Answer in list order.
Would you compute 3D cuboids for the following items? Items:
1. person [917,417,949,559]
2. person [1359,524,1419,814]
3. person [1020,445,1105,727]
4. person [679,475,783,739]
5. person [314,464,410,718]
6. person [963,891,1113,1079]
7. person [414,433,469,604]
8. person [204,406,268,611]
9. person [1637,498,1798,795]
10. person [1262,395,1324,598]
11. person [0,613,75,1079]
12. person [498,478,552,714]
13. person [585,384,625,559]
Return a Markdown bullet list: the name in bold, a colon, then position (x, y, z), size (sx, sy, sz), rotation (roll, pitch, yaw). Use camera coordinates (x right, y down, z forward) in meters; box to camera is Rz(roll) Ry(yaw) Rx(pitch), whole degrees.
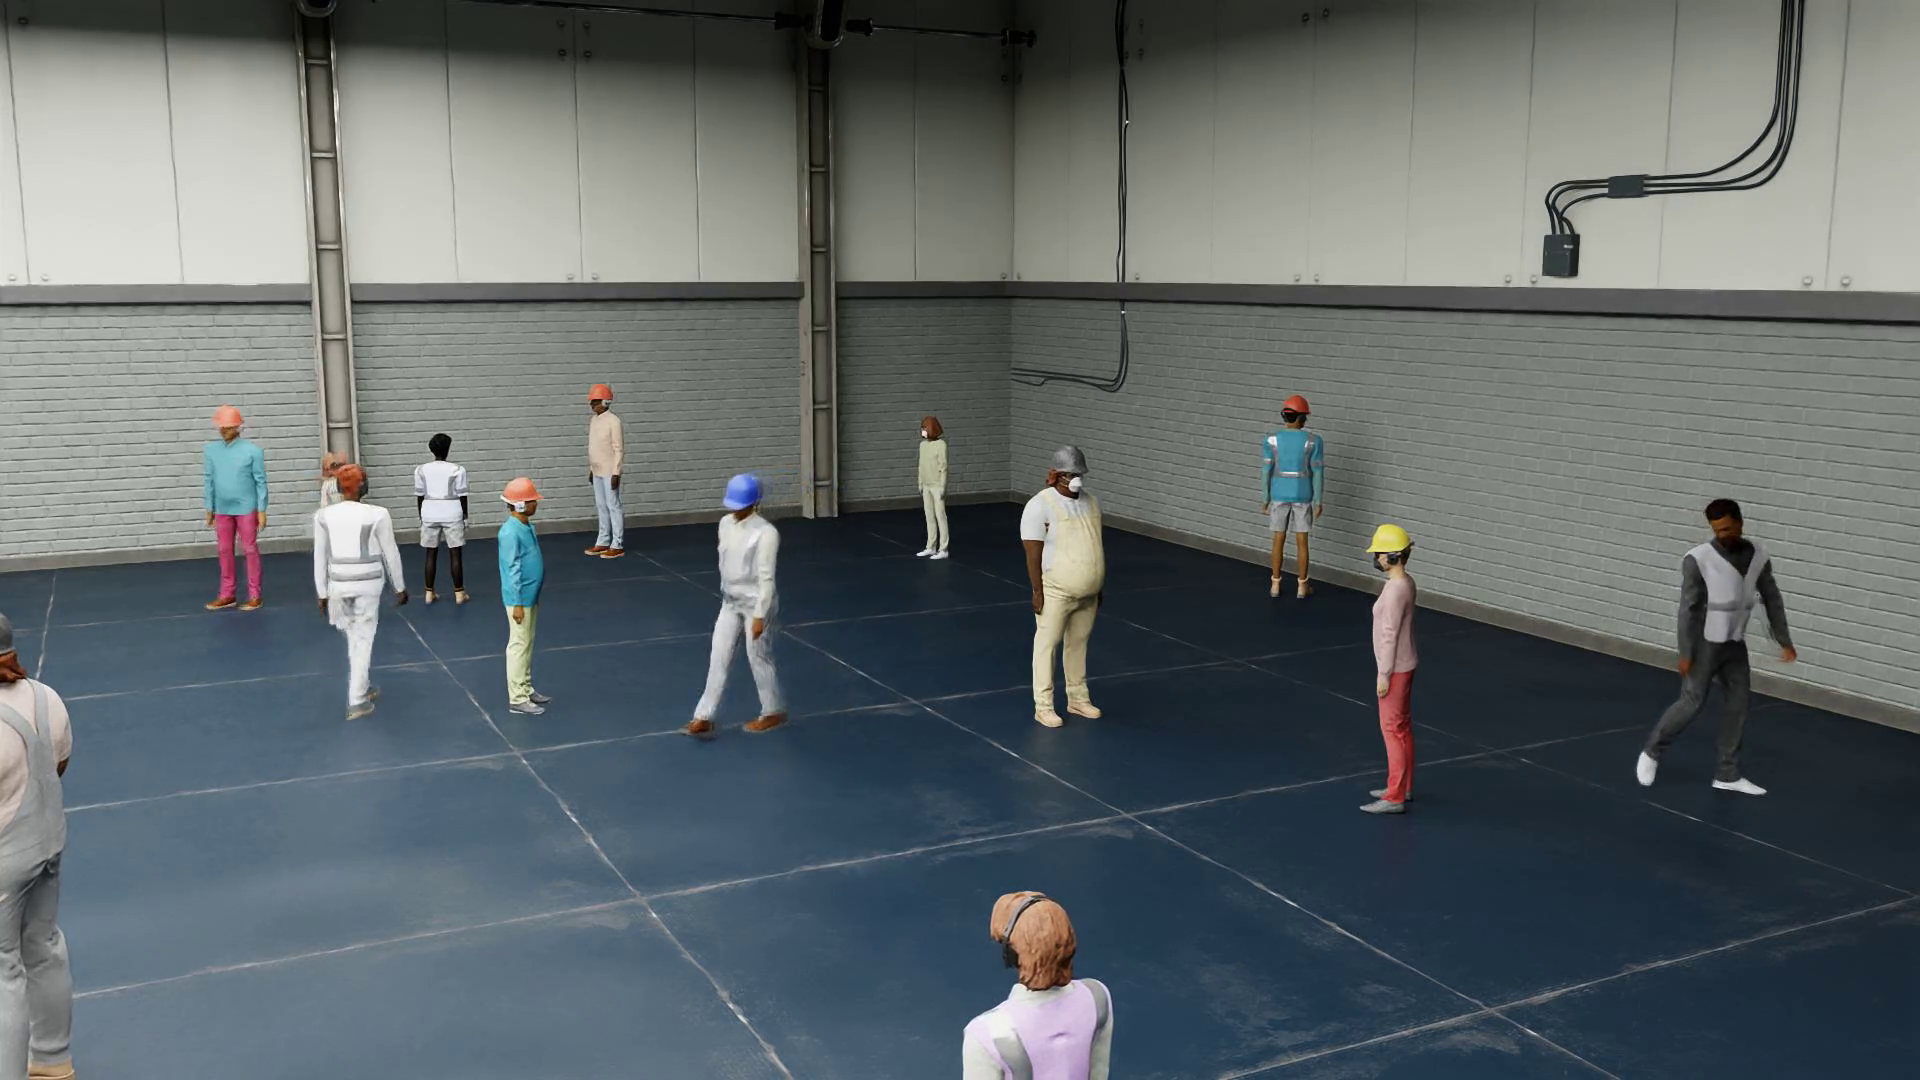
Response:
- **person**: position (-0.310, -0.599, 18.995), size (0.284, 1.626, 0.502), rotation (-7, 12, -37)
- **person**: position (2.610, 0.778, 10.110), size (0.334, 1.760, 0.527), rotation (4, 10, 23)
- **person**: position (0.806, 0.321, 12.054), size (0.684, 2.000, 0.538), rotation (-7, 12, -38)
- **person**: position (-1.580, 0.479, 11.551), size (0.667, 1.887, 0.888), rotation (9, 13, 43)
- **person**: position (-4.431, 0.354, 12.421), size (0.584, 1.854, 0.802), rotation (2, 9, 9)
- **person**: position (0.202, 1.747, 4.499), size (0.523, 1.639, 0.306), rotation (-8, 12, -40)
- **person**: position (-5.100, -0.208, 16.398), size (0.535, 1.690, 0.320), rotation (0, 9, 2)
- **person**: position (-7.012, -0.295, 16.054), size (0.669, 1.984, 0.386), rotation (1, 9, 8)
- **person**: position (4.777, 0.648, 10.511), size (0.788, 1.896, 0.647), rotation (-4, 10, -25)
- **person**: position (3.338, -0.433, 16.696), size (0.615, 2.040, 0.369), rotation (3, 10, 19)
- **person**: position (-3.766, 1.234, 6.423), size (0.539, 2.000, 0.688), rotation (0, 9, 2)
- **person**: position (-3.240, 0.409, 12.392), size (0.332, 1.750, 0.573), rotation (-1, 9, -3)
- **person**: position (-4.069, -0.789, 19.025), size (0.379, 1.996, 0.608), rotation (-8, 12, -41)
